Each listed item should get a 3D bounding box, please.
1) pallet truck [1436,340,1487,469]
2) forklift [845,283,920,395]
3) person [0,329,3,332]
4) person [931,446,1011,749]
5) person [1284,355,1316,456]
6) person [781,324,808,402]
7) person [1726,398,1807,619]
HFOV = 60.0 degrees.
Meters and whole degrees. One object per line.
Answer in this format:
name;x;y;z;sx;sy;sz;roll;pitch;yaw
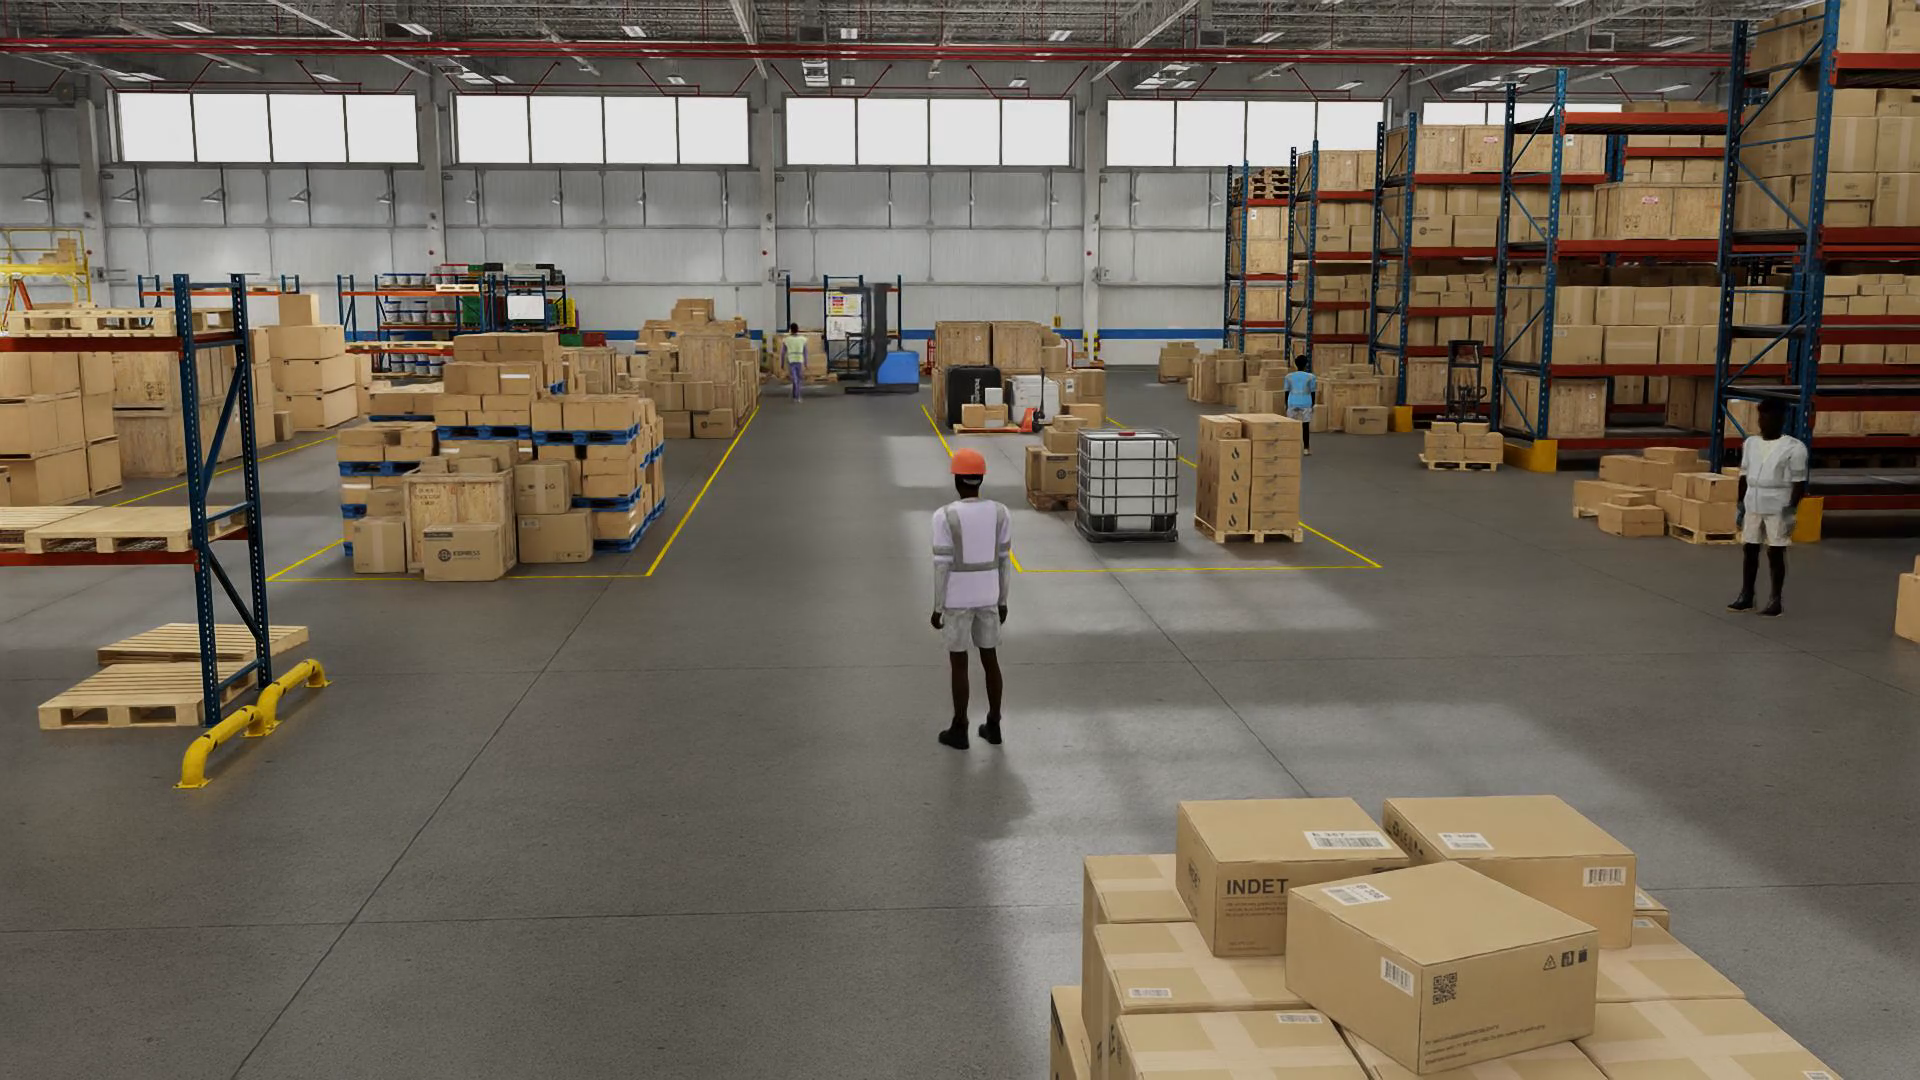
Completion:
pallet truck;8.004;-2.170;26.422;0.823;1.965;1.885;2;9;14
forklift;-1.978;-5.091;41.999;1.873;2.768;1.129;-1;9;-4
person;-20.226;-3.493;34.958;0.643;1.923;0.560;2;9;15
person;0.055;0.367;10.679;0.551;1.934;0.373;-5;10;-26
person;5.693;-2.250;27.858;0.540;1.697;0.317;3;10;19
person;-3.968;-4.244;39.856;0.608;1.874;0.992;-4;10;-23
person;7.124;-0.270;14.700;0.405;1.963;0.628;-6;11;-31
